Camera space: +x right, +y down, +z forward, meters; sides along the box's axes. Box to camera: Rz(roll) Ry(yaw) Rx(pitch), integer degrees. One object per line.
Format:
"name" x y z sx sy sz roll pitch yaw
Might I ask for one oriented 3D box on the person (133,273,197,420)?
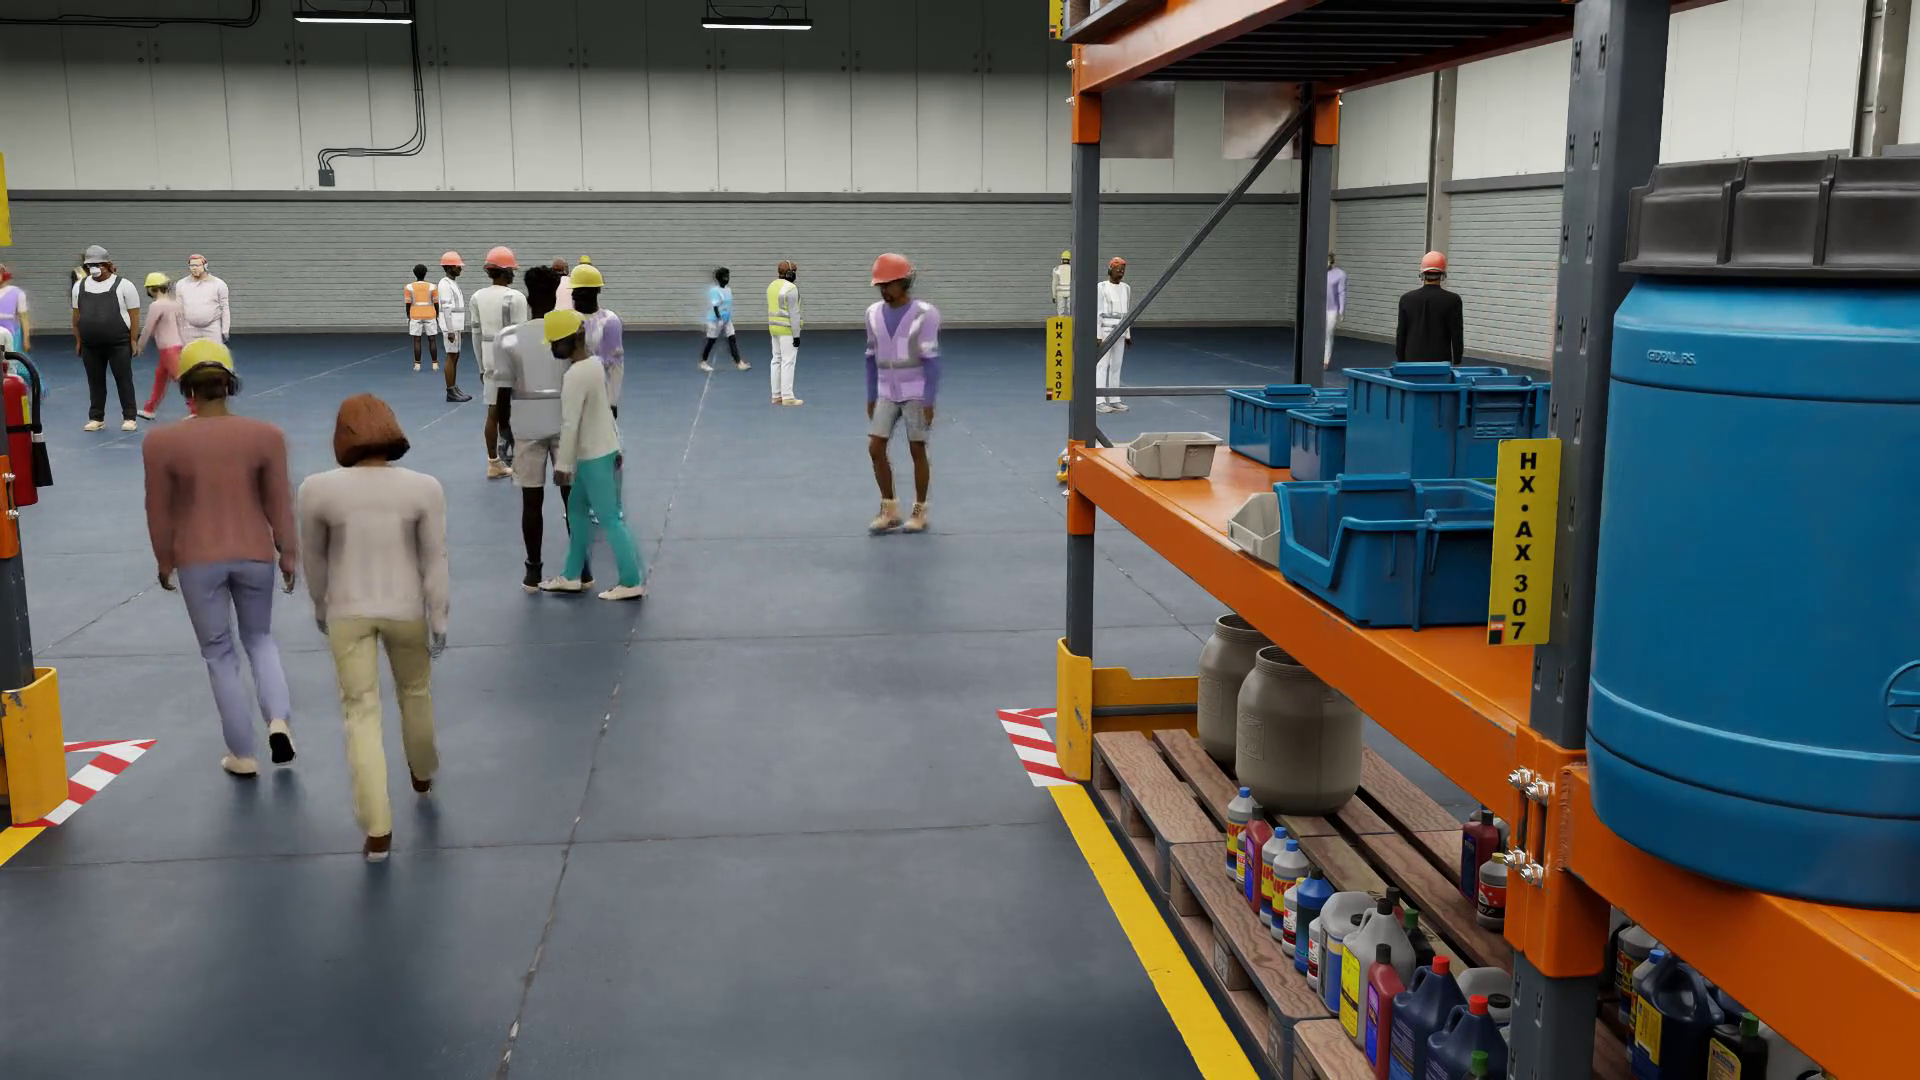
"person" -9.172 -2.196 19.106 0.928 1.717 0.536 -1 10 -6

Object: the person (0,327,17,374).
"person" -8.268 -1.240 14.134 0.534 1.622 0.537 -2 10 -8

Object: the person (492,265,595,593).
"person" -2.478 -0.663 10.007 0.613 1.963 0.362 -3 11 -15

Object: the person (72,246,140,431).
"person" -9.408 -2.211 18.292 0.689 2.000 0.537 -1 10 -7

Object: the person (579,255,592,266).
"person" -7.824 -5.092 34.900 0.298 1.745 0.484 4 11 21

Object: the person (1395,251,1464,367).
"person" 4.342 -1.658 15.380 0.622 1.996 0.370 7 12 32

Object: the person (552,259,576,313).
"person" -5.327 -2.843 22.315 0.625 1.840 0.430 -3 11 -14

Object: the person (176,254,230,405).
"person" -9.663 -2.679 21.225 0.651 1.907 0.409 -2 11 -10

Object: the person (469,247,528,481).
"person" -3.982 -1.536 14.586 0.608 2.044 0.377 5 11 25

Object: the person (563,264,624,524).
"person" -2.748 -1.086 12.437 0.588 1.927 0.369 9 14 40

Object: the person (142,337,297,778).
"person" -2.904 0.079 6.554 0.521 1.746 0.367 -7 13 -35

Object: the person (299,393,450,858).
"person" -2.089 0.269 5.963 0.496 1.580 0.851 -4 11 -20

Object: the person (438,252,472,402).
"person" -6.567 -2.762 21.598 0.357 1.938 0.543 -1 10 -7

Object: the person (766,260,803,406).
"person" -2.206 -2.625 21.146 0.430 1.836 0.629 -8 13 -36

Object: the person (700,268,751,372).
"person" -3.757 -3.460 26.219 0.911 1.640 0.539 5 12 27

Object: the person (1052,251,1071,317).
"person" 2.250 -5.204 35.267 0.588 1.835 0.404 1 10 5

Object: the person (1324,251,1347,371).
"person" 5.780 -3.605 26.293 0.644 1.898 0.920 3 11 15

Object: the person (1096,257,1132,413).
"person" 1.868 -2.503 20.316 0.573 1.887 0.354 -8 13 -38

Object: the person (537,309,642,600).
"person" -2.227 -0.483 9.689 0.773 1.711 0.591 0 10 2

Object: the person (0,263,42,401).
"person" -11.670 -2.488 20.411 0.568 1.826 0.729 1 10 5

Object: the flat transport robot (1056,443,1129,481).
"flat transport robot" 1.248 -0.706 14.899 0.652 0.197 1.431 1 10 8

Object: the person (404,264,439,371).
"person" -8.557 -3.535 26.493 0.541 1.696 0.315 -4 11 -21

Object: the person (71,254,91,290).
"person" -17.121 -4.736 32.736 0.637 1.822 0.748 -8 13 -37

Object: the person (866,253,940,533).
"person" -0.444 -1.028 11.871 0.639 2.011 0.674 5 12 27
